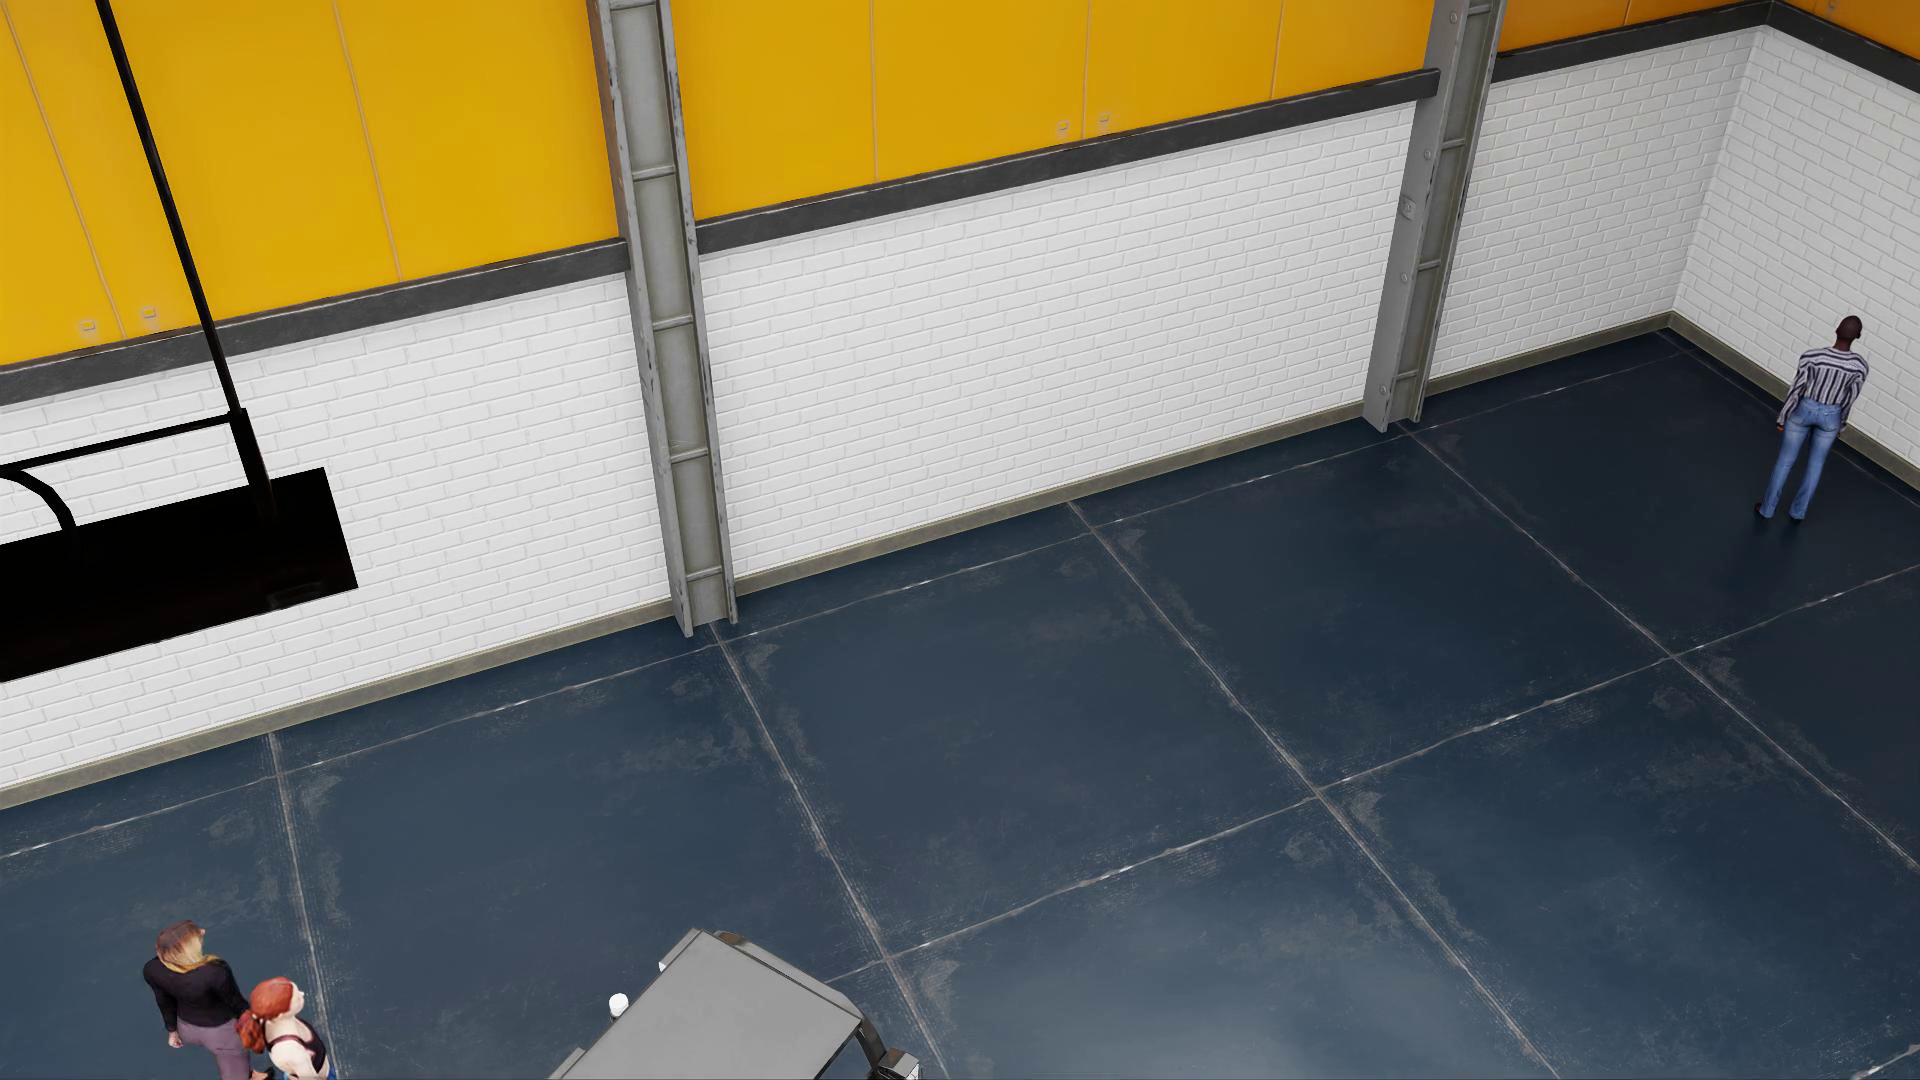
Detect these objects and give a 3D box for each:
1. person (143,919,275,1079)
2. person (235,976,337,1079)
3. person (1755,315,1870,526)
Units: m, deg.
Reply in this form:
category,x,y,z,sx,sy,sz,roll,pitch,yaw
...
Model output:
category,x,y,z,sx,sy,sz,roll,pitch,yaw
person,-3.702,2.519,8.200,1.046,1.632,1.024,5,39,6
person,-3.057,2.664,7.896,0.647,1.784,0.642,-30,48,-32
person,6.326,-0.873,12.317,0.681,1.796,0.749,12,40,14
